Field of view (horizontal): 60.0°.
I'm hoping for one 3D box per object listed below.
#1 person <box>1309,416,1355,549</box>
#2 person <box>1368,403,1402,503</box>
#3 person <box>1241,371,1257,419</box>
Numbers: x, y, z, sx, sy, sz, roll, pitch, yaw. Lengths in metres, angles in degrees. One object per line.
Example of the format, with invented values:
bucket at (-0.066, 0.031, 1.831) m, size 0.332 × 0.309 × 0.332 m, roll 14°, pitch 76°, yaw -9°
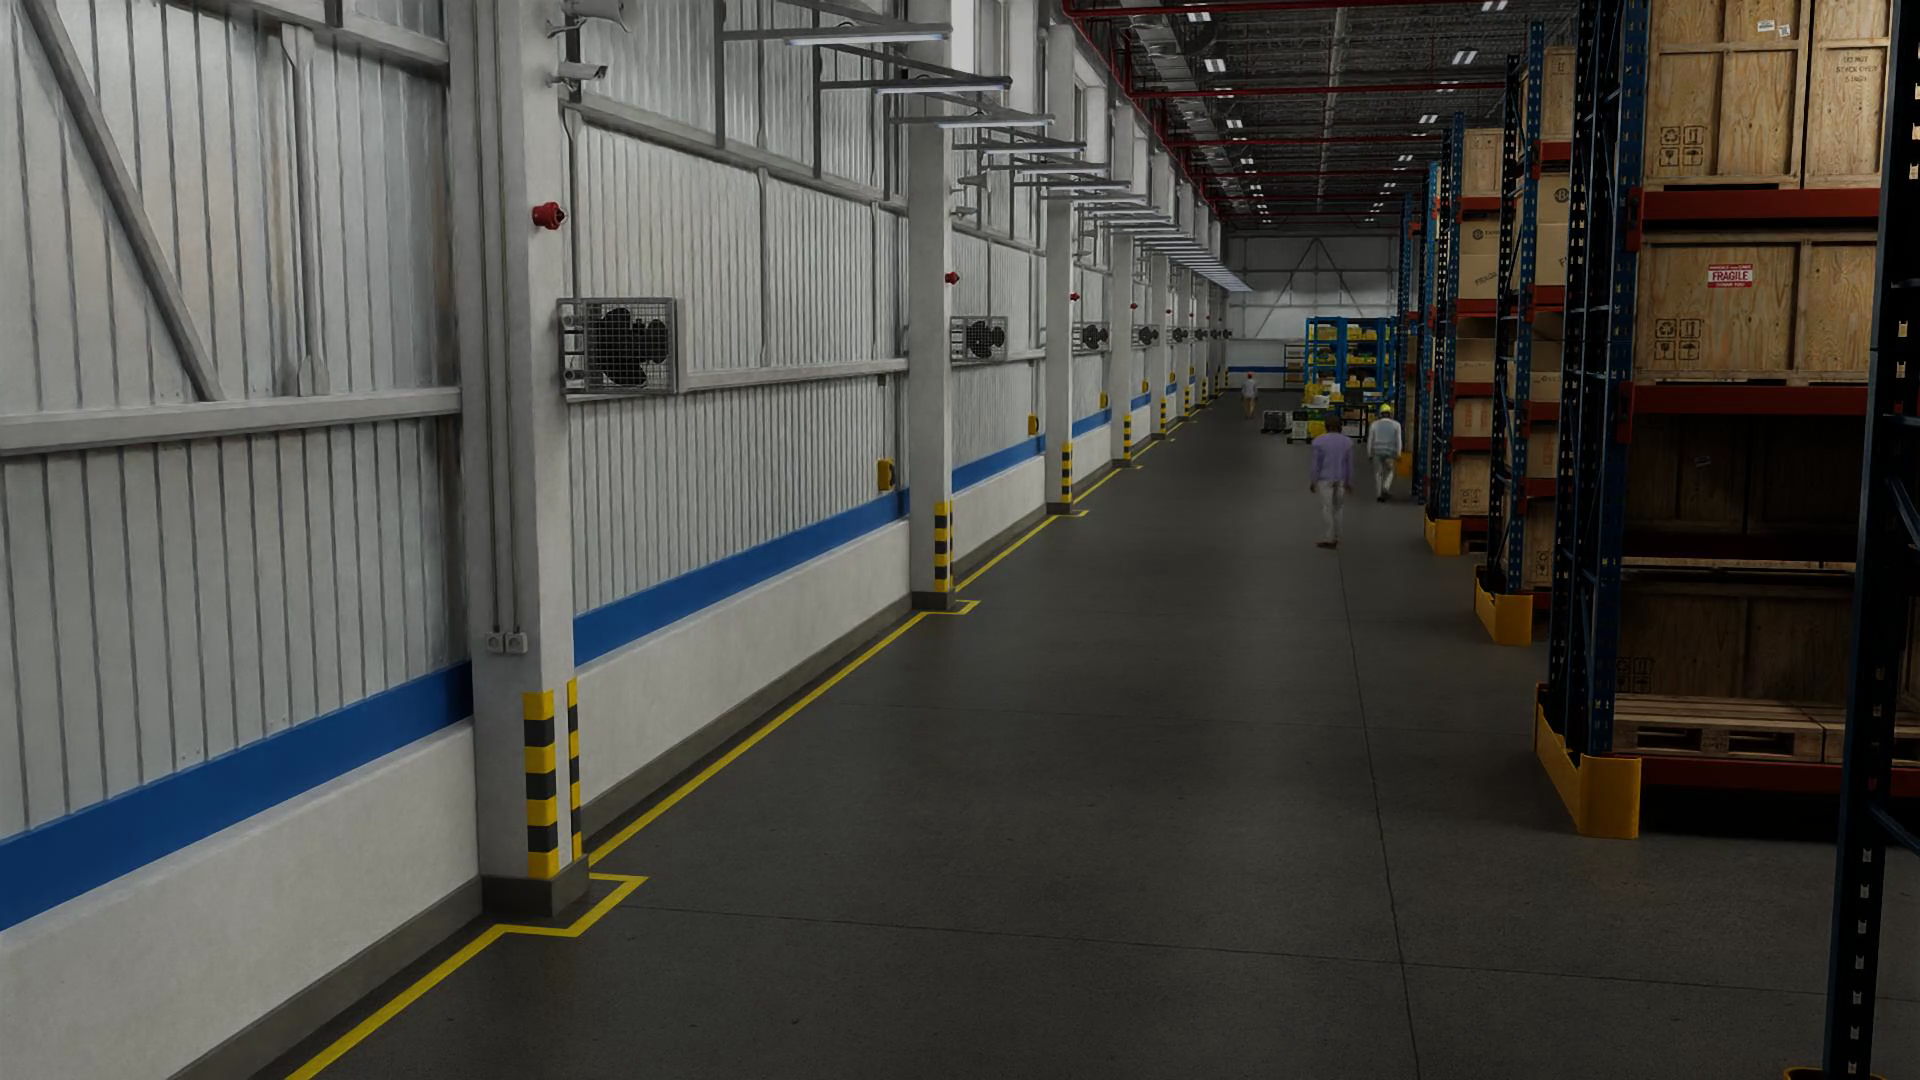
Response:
person at (5.371, -0.824, 23.966) m, size 0.646 × 1.899 × 0.702 m, roll -1°, pitch 7°, yaw -7°
person at (7.758, -1.586, 30.330) m, size 0.621 × 1.805 × 0.574 m, roll 3°, pitch 8°, yaw 23°
person at (10.338, -5.180, 59.406) m, size 0.572 × 1.738 × 0.428 m, roll 2°, pitch 7°, yaw 13°
